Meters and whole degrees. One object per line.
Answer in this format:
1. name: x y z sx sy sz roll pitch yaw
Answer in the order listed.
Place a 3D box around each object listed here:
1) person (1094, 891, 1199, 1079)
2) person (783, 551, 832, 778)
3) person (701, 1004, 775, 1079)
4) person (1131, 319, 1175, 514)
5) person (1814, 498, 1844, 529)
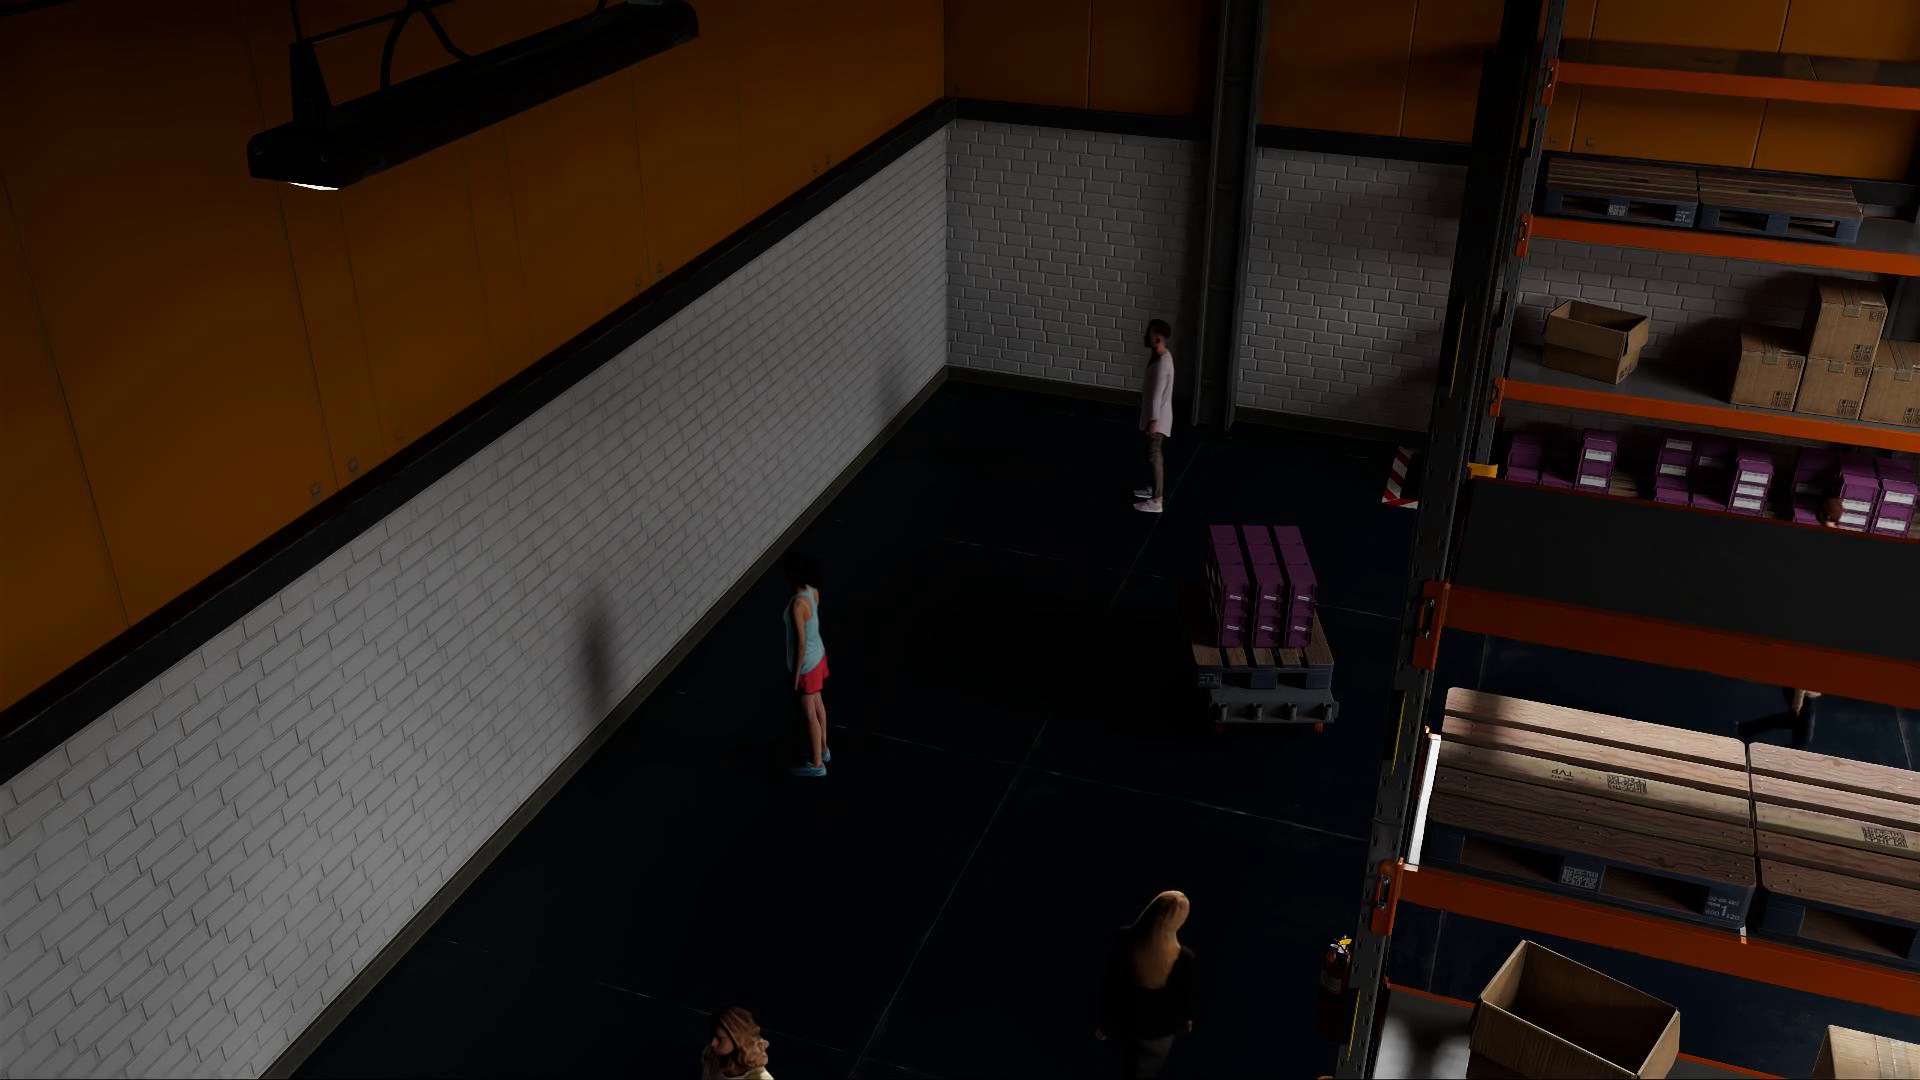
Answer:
1. person: 0.890 2.564 8.345 0.911 1.797 0.732 10 30 18
2. person: -1.075 0.851 11.519 0.590 1.764 0.630 5 29 9
3. person: -1.027 2.864 7.873 0.589 1.722 0.751 20 35 32
4. person: 1.779 -1.139 15.089 0.674 1.838 0.723 1 29 2
5. person: 6.854 0.207 13.296 0.512 1.194 0.526 17 33 28
